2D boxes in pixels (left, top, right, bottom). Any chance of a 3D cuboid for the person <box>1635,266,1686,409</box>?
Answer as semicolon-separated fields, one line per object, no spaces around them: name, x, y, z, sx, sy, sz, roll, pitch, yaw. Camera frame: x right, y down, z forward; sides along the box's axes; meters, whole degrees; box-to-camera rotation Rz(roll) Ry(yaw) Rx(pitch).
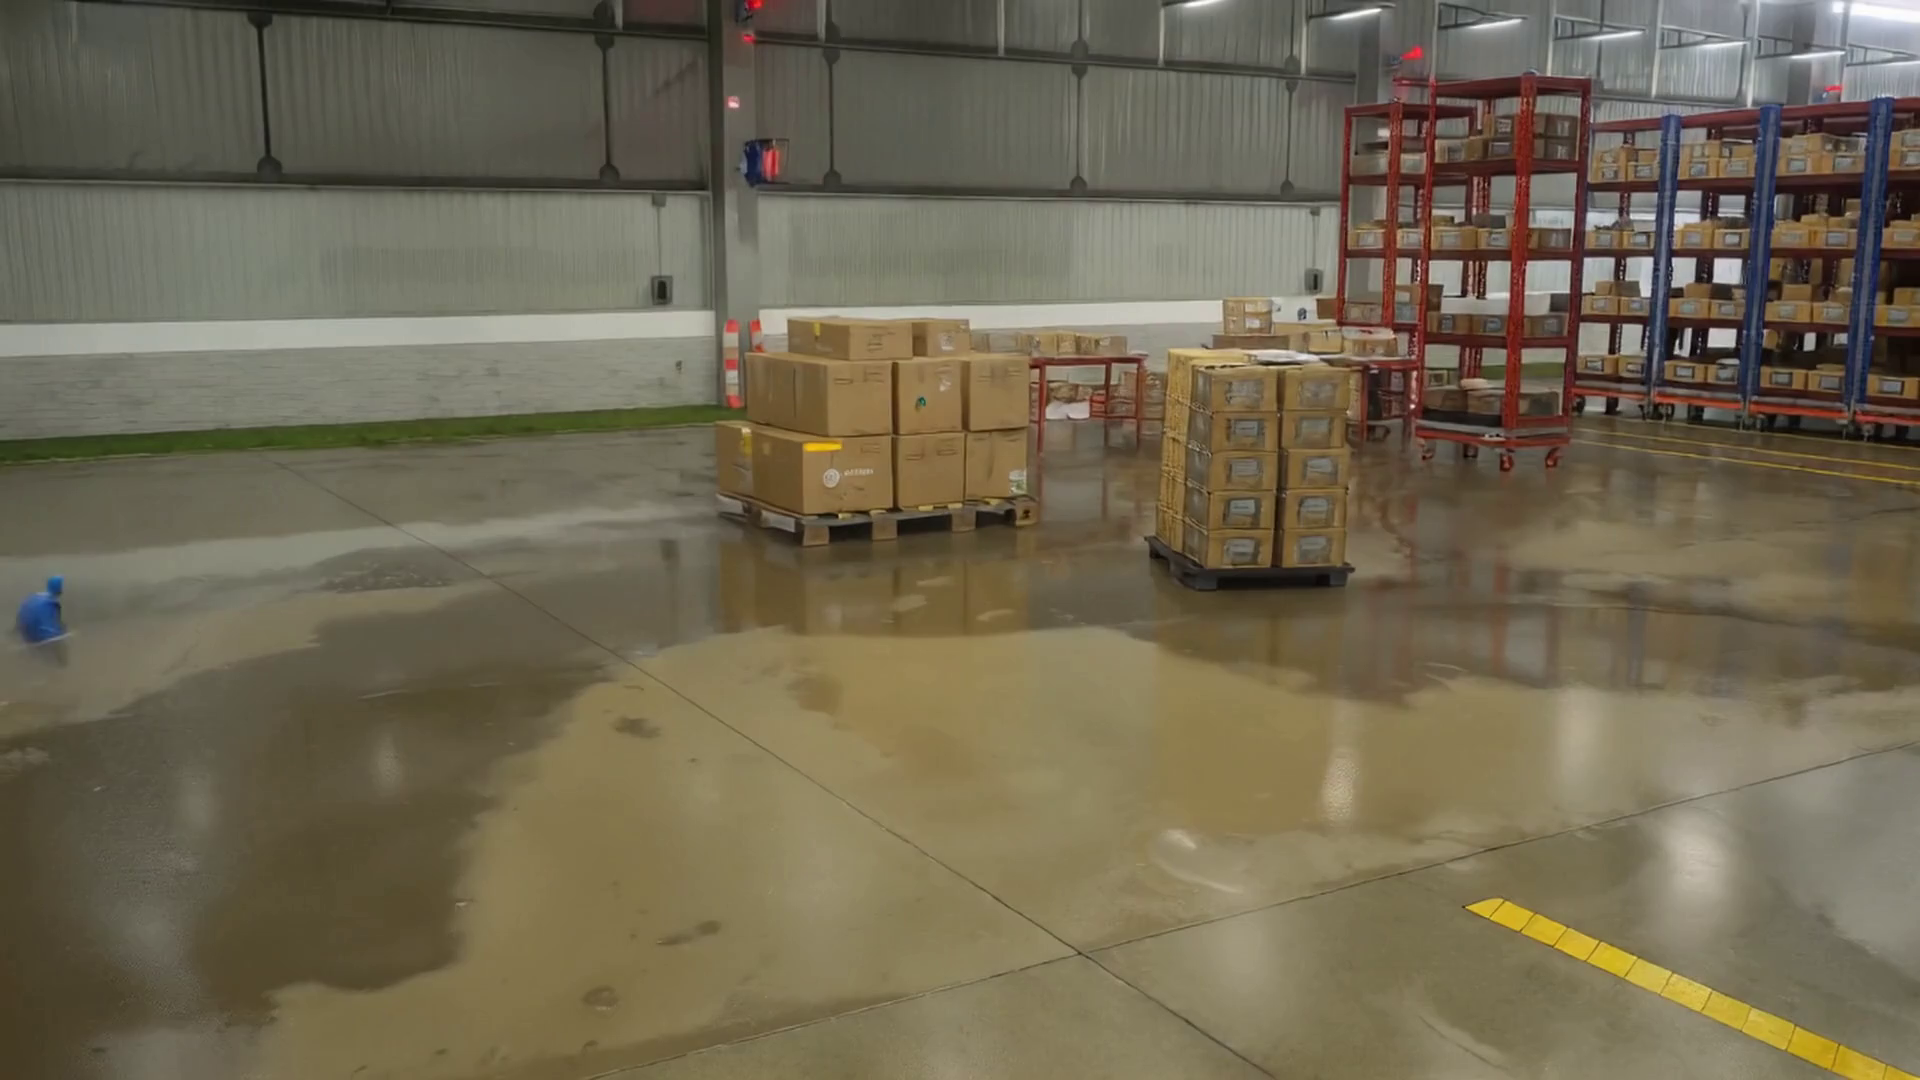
person;8.953;-2.579;21.202;0.377;1.844;0.570;-10;14;-44
